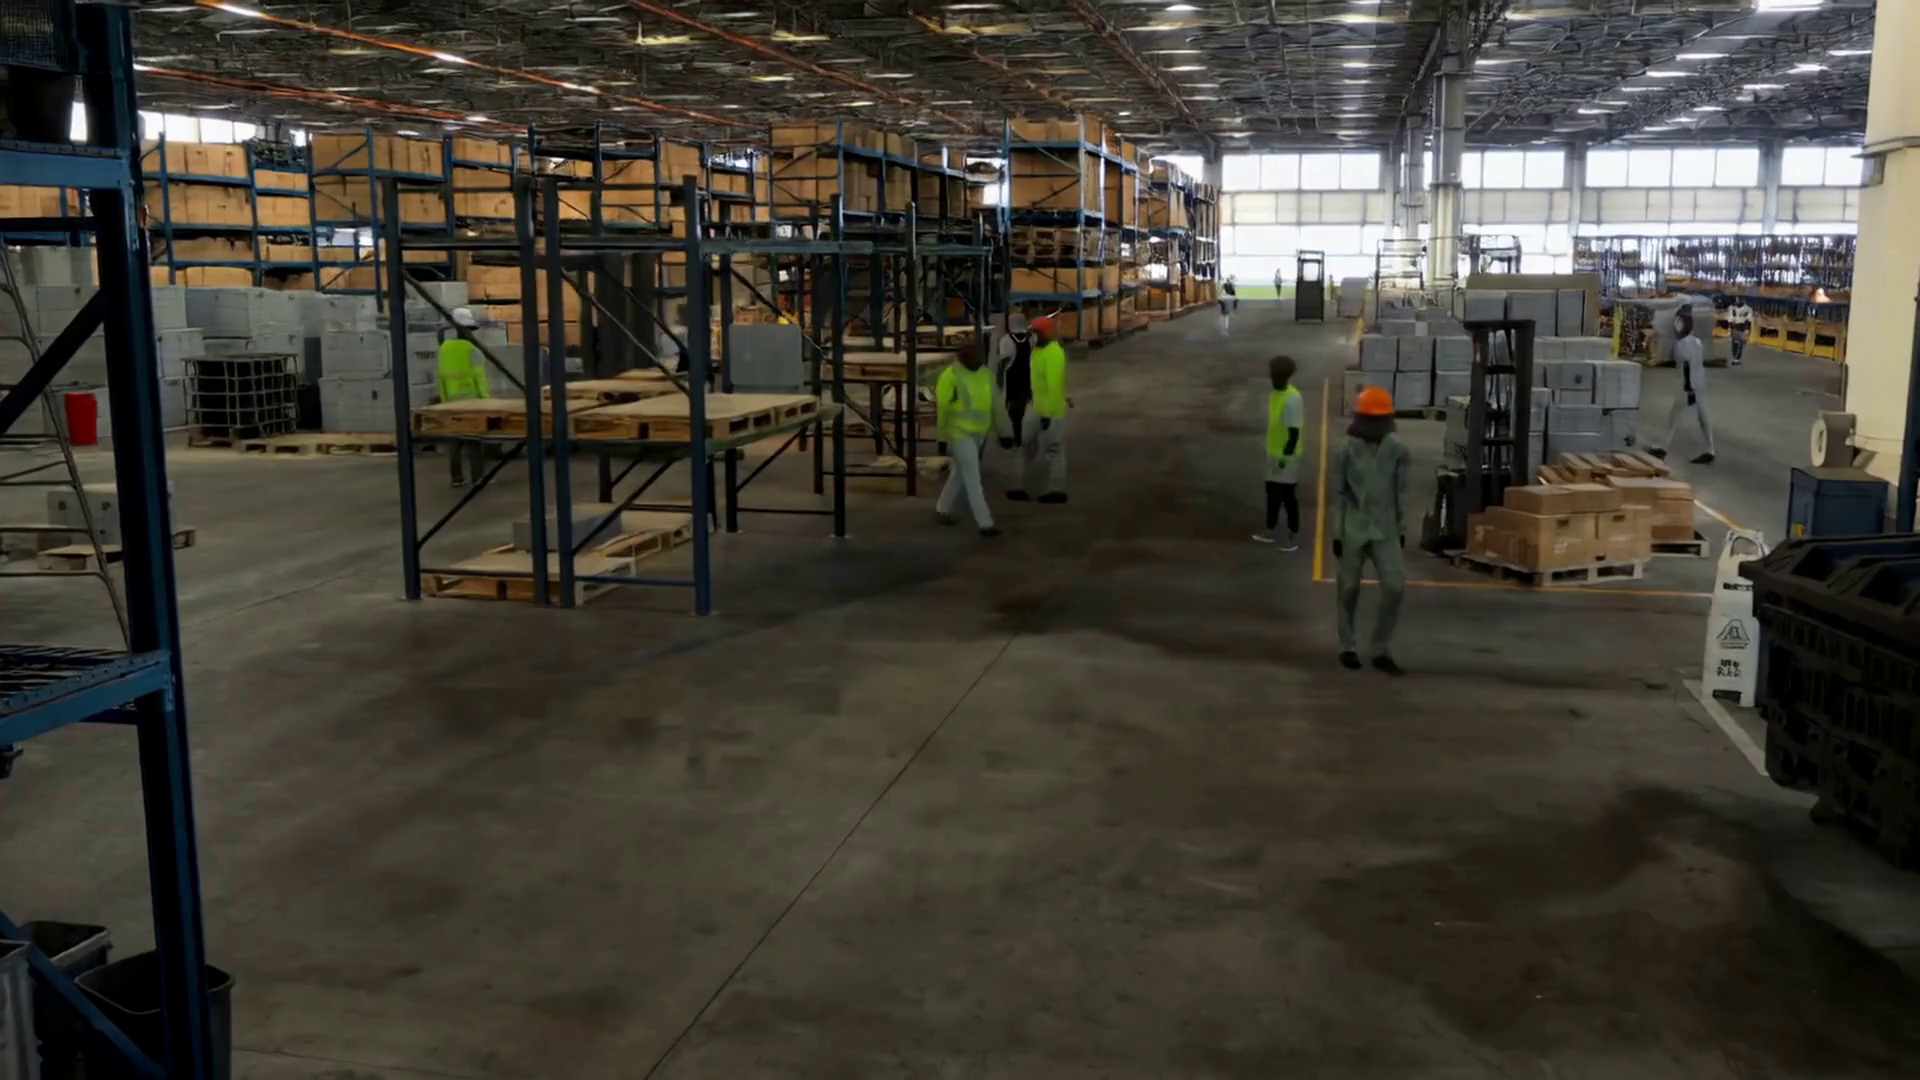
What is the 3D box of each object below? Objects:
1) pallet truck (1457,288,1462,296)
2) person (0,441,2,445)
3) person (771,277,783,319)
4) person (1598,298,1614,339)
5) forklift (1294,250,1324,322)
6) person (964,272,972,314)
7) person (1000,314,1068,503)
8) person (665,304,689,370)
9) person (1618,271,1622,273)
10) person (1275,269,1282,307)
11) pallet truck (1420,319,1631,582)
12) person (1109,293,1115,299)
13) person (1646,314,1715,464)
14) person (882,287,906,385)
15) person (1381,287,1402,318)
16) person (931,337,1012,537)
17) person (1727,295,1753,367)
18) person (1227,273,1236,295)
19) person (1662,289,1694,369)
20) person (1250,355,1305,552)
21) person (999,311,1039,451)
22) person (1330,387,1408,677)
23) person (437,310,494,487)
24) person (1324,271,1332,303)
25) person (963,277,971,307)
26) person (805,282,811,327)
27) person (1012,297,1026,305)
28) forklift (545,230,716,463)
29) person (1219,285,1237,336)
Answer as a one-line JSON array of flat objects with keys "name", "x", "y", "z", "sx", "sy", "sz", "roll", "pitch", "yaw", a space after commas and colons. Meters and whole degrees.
[{"name": "pallet truck", "x": 20.506, "y": -9.785, "z": 68.819, "sx": 0.653, "sy": 1.274, "sz": 1.630, "roll": 2, "pitch": 10, "yaw": 12}, {"name": "person", "x": -12.545, "y": -1.939, "z": 20.768, "sx": 0.951, "sy": 1.832, "sz": 0.606, "roll": -2, "pitch": 10, "yaw": -14}, {"name": "person", "x": -5.961, "y": -7.589, "z": 53.984, "sx": 0.392, "sy": 1.922, "sz": 0.588, "roll": -3, "pitch": 10, "yaw": -19}, {"name": "person", "x": 11.787, "y": -3.533, "z": 30.426, "sx": 0.330, "sy": 1.766, "sz": 0.531, "roll": 4, "pitch": 10, "yaw": 21}, {"name": "forklift", "x": 13.778, "y": -10.002, "z": 65.433, "sx": 1.129, "sy": 2.768, "sz": 1.873, "roll": 2, "pitch": 10, "yaw": 12}, {"name": "person", "x": 0.451, "y": -10.705, "z": 72.485, "sx": 0.637, "sy": 1.914, "sz": 0.891, "roll": 2, "pitch": 10, "yaw": 13}, {"name": "person", "x": 0.739, "y": -1.305, "z": 16.775, "sx": 0.803, "sy": 1.914, "sz": 0.655, "roll": -3, "pitch": 10, "yaw": -19}, {"name": "person", "x": -3.756, "y": -2.354, "z": 23.175, "sx": 0.693, "sy": 1.858, "sz": 0.671, "roll": -4, "pitch": 11, "yaw": -24}, {"name": "person", "x": 35.775, "y": -13.656, "z": 90.160, "sx": 0.579, "sy": 1.841, "sz": 0.422, "roll": -6, "pitch": 11, "yaw": -30}, {"name": "person", "x": 16.655, "y": -13.216, "z": 87.133, "sx": 0.414, "sy": 1.985, "sz": 0.611, "roll": 1, "pitch": 10, "yaw": 5}, {"name": "pallet truck", "x": 4.543, "y": -0.757, "z": 13.299, "sx": 0.823, "sy": 1.965, "sz": 1.885, "roll": -4, "pitch": 10, "yaw": -22}, {"name": "person", "x": 6.466, "y": -10.237, "z": 70.541, "sx": 0.295, "sy": 1.625, "sz": 0.534, "roll": -1, "pitch": 10, "yaw": -6}, {"name": "person", "x": 8.868, "y": -1.841, "z": 20.318, "sx": 0.525, "sy": 1.791, "sz": 0.984, "roll": -7, "pitch": 12, "yaw": -35}, {"name": "person", "x": -1.236, "y": -4.056, "z": 32.944, "sx": 0.600, "sy": 1.959, "sz": 0.375, "roll": 5, "pitch": 11, "yaw": 25}, {"name": "person", "x": 8.746, "y": -4.149, "z": 33.602, "sx": 0.787, "sy": 1.912, "sz": 0.545, "roll": 9, "pitch": 13, "yaw": 43}, {"name": "person", "x": 0.060, "y": -0.951, "z": 15.087, "sx": 0.975, "sy": 1.800, "sz": 0.630, "roll": 9, "pitch": 13, "yaw": 43}, {"name": "person", "x": 18.044, "y": -4.841, "z": 38.501, "sx": 0.534, "sy": 1.657, "sz": 0.860, "roll": 3, "pitch": 10, "yaw": 17}, {"name": "person", "x": 14.833, "y": -13.749, "z": 91.053, "sx": 0.546, "sy": 1.725, "sz": 0.761, "roll": -2, "pitch": 10, "yaw": -13}, {"name": "person", "x": 16.010, "y": -4.684, "z": 37.094, "sx": 0.705, "sy": 1.808, "sz": 0.628, "roll": 2, "pitch": 10, "yaw": 13}, {"name": "person", "x": 2.736, "y": -0.766, "z": 14.324, "sx": 0.317, "sy": 1.670, "sz": 0.761, "roll": -3, "pitch": 10, "yaw": -15}, {"name": "person", "x": 0.775, "y": -1.994, "z": 21.174, "sx": 0.518, "sy": 1.822, "sz": 0.847, "roll": -3, "pitch": 10, "yaw": -17}, {"name": "person", "x": 2.449, "y": -0.040, "z": 9.865, "sx": 0.502, "sy": 1.720, "sz": 0.663, "roll": -2, "pitch": 10, "yaw": -9}, {"name": "person", "x": -5.395, "y": -1.541, "z": 18.148, "sx": 0.595, "sy": 1.925, "sz": 0.371, "roll": 3, "pitch": 10, "yaw": 16}, {"name": "person", "x": 20.814, "y": -14.333, "z": 94.185, "sx": 0.649, "sy": 1.836, "sz": 0.431, "roll": -6, "pitch": 11, "yaw": -33}, {"name": "person", "x": 0.402, "y": -11.698, "z": 79.223, "sx": 0.530, "sy": 1.599, "sz": 0.819, "roll": 4, "pitch": 10, "yaw": 21}, {"name": "person", "x": -5.529, "y": -8.634, "z": 61.029, "sx": 0.527, "sy": 1.617, "sz": 0.349, "roll": -6, "pitch": 11, "yaw": -31}, {"name": "person", "x": 2.018, "y": -8.165, "z": 57.665, "sx": 0.618, "sy": 1.836, "sz": 0.428, "roll": -9, "pitch": 13, "yaw": -44}, {"name": "forklift", "x": -4.057, "y": -2.415, "z": 20.508, "sx": 1.873, "sy": 2.768, "sz": 1.129, "roll": 3, "pitch": 10, "yaw": 19}, {"name": "person", "x": 8.622, "y": -7.393, "z": 53.630, "sx": 0.536, "sy": 1.648, "sz": 0.889, "roll": -3, "pitch": 10, "yaw": -18}]
